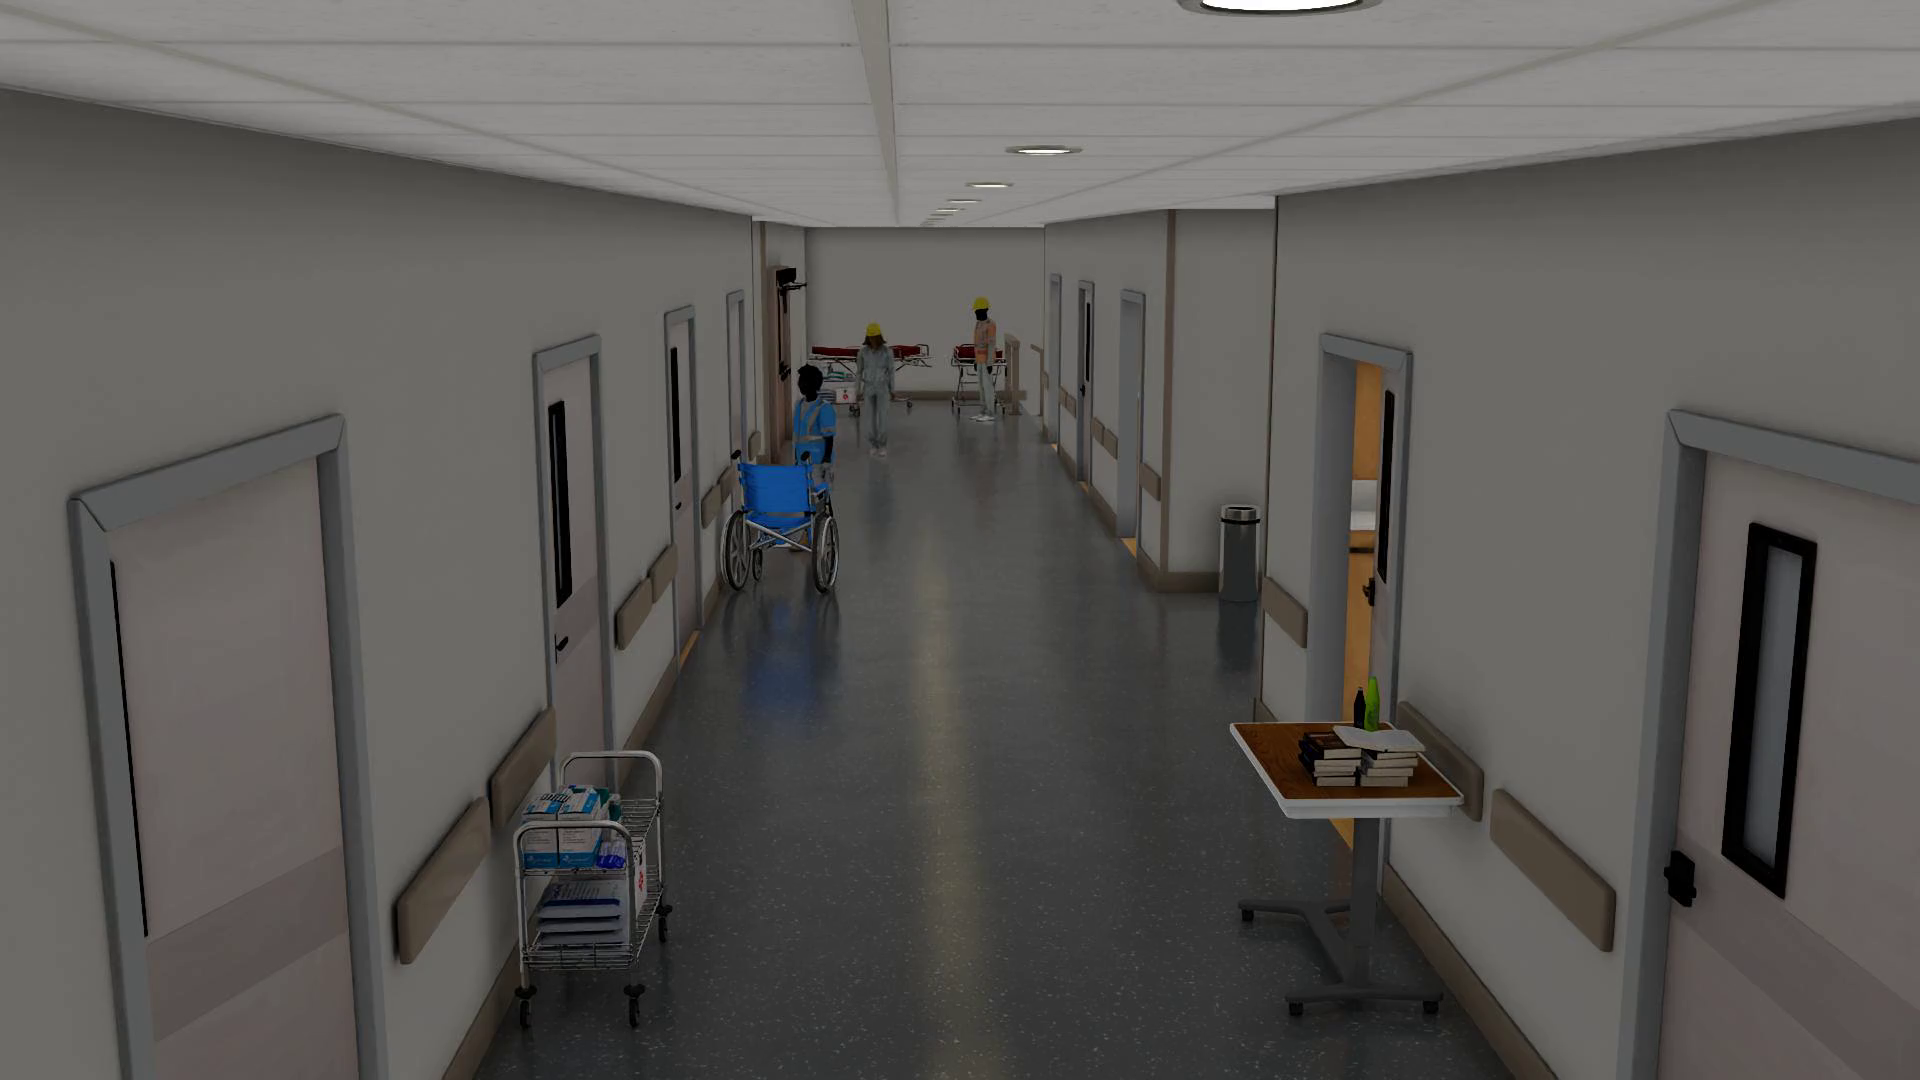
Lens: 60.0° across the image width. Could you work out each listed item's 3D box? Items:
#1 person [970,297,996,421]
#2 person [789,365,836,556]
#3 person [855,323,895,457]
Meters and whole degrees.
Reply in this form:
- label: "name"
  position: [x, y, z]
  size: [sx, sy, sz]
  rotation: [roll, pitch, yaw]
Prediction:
- label: "person"
  position: [0.359, -2.798, 25.797]
  size: [0.393, 1.918, 0.585]
  rotation: [-4, 11, -21]
- label: "person"
  position: [-1.300, -0.704, 14.738]
  size: [0.322, 1.697, 0.535]
  rotation: [-9, 13, -40]
- label: "person"
  position: [-1.109, -1.933, 21.518]
  size: [0.510, 1.716, 0.681]
  rotation: [1, 10, 6]
